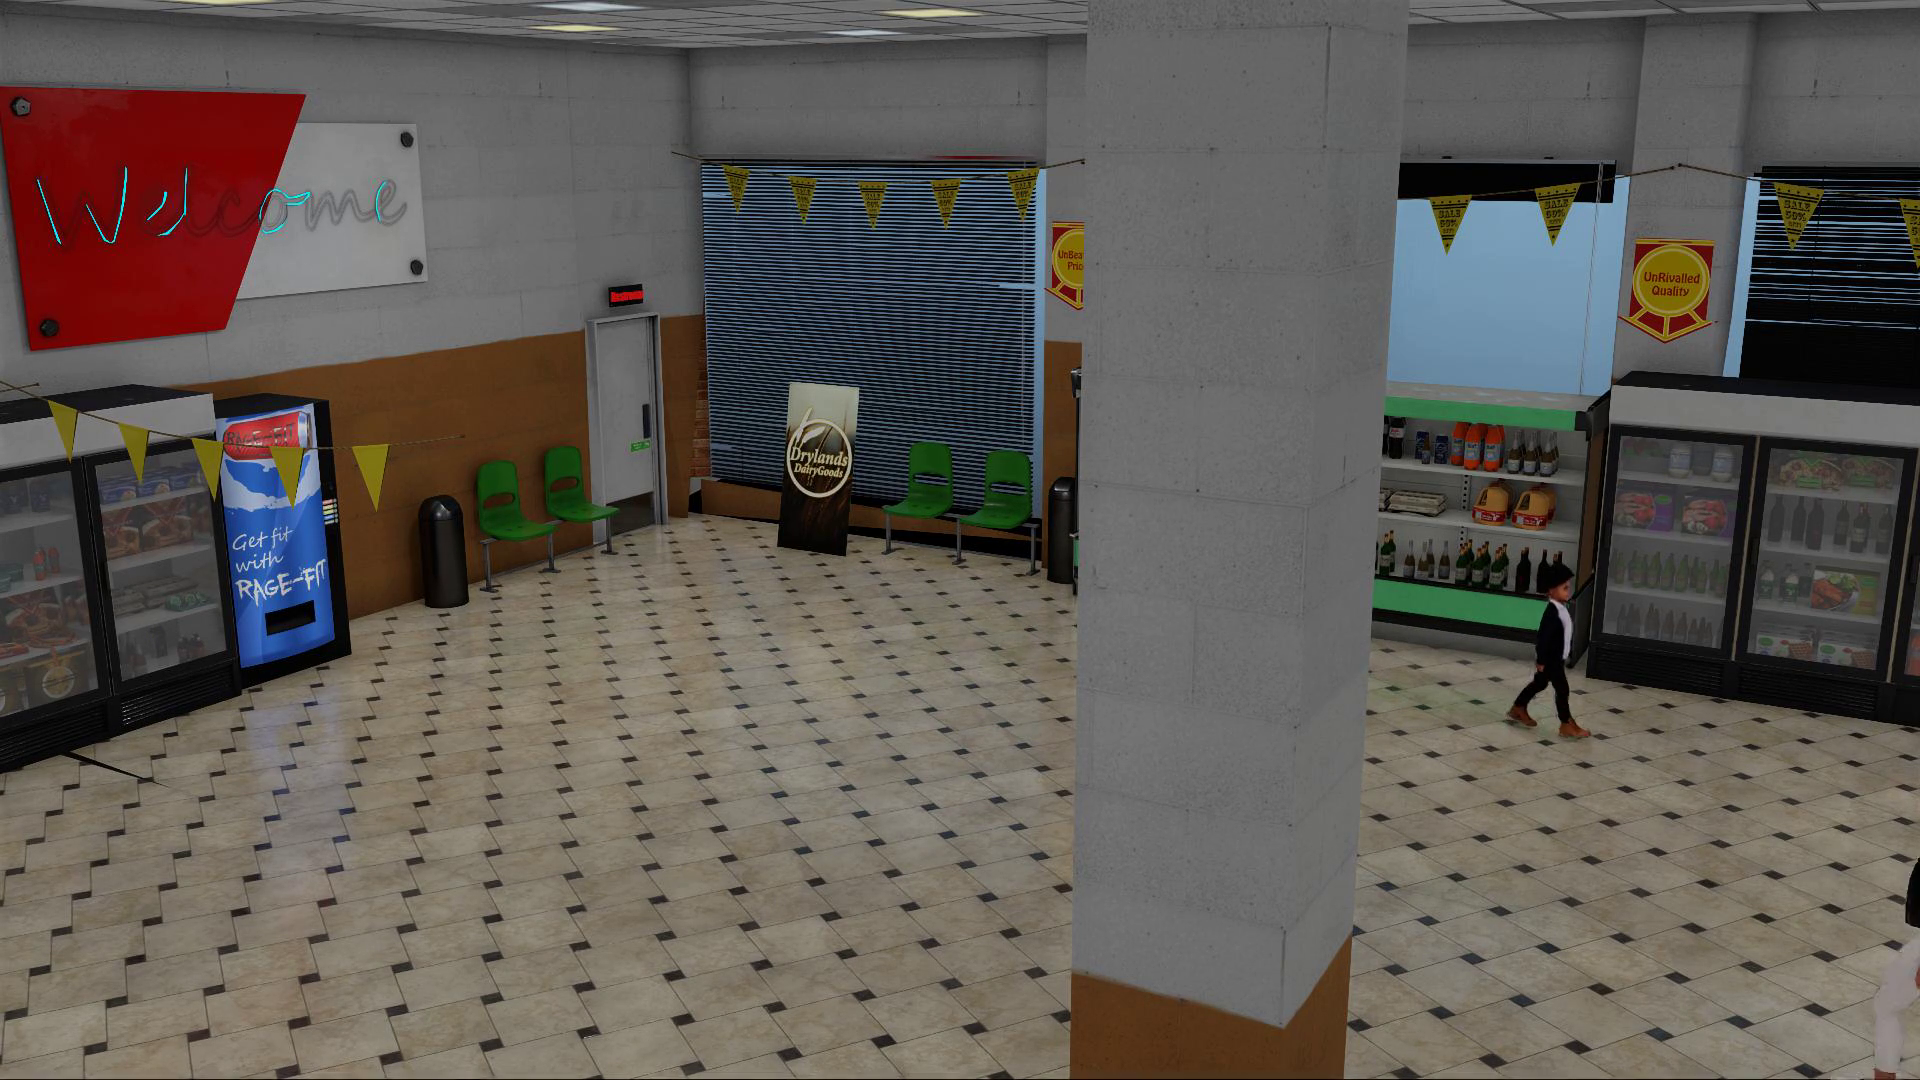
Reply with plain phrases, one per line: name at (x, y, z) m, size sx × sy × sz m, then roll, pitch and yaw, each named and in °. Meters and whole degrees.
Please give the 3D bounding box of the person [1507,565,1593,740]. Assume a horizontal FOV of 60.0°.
person at (4.098, 0.775, 11.660) m, size 0.838 × 1.200 × 0.554 m, roll 10°, pitch 17°, yaw 35°

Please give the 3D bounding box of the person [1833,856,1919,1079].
person at (4.129, 1.698, 6.811) m, size 0.837 × 1.691 × 0.915 m, roll -6°, pitch 15°, yaw -25°
